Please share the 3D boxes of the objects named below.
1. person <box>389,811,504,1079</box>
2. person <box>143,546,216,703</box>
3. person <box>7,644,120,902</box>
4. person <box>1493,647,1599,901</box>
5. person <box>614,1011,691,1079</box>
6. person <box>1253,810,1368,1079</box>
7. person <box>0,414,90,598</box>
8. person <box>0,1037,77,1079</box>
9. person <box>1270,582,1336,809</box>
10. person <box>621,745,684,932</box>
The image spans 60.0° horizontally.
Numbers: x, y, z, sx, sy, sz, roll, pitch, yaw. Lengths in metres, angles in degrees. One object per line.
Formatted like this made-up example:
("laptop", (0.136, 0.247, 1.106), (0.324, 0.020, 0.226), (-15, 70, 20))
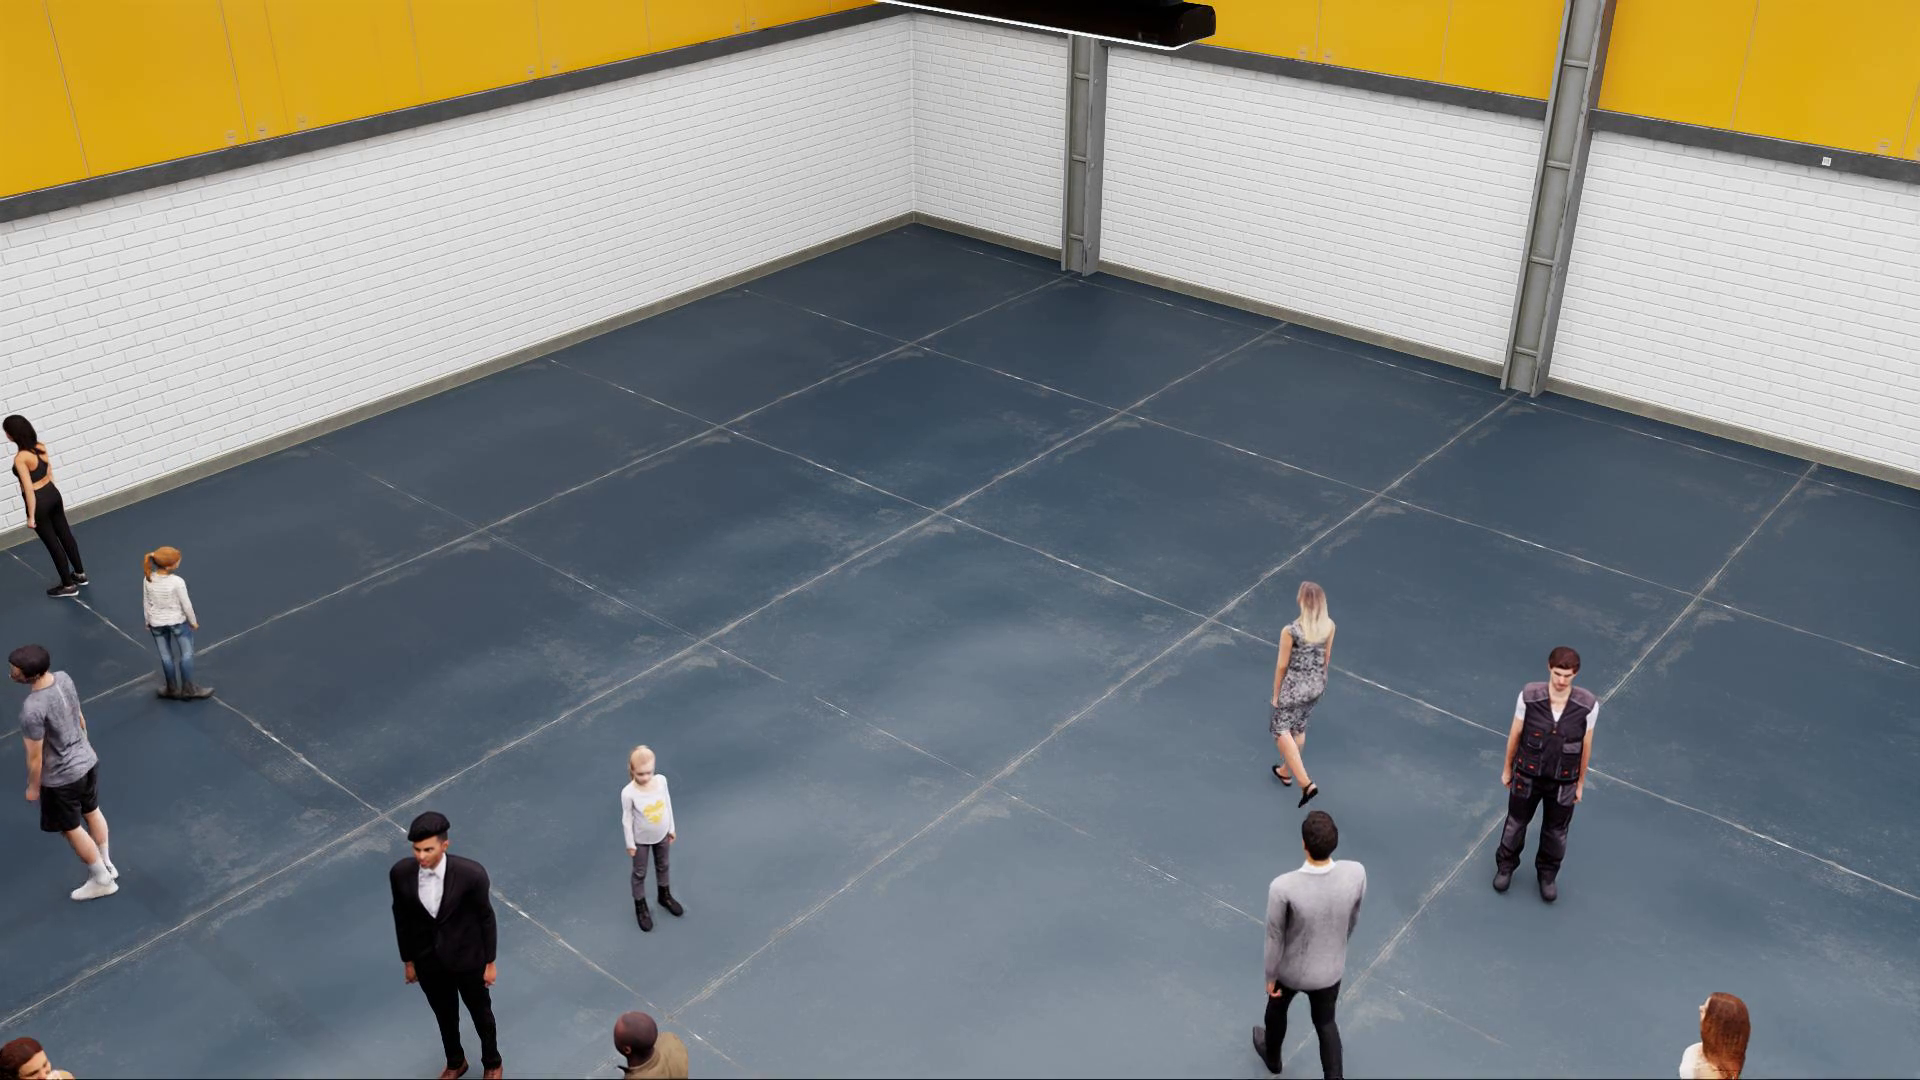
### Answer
("person", (-2.766, 2.244, 9.052), (0.733, 1.884, 0.829), (1, 29, 2))
("person", (-6.037, 0.645, 12.595), (0.592, 1.298, 0.689), (-6, 29, -12))
("person", (-5.661, 1.436, 10.554), (0.799, 1.865, 0.796), (11, 30, 19))
("person", (3.718, 1.456, 10.537), (0.645, 1.846, 0.785), (9, 30, 16))
("person", (-1.440, 2.922, 7.871), (0.727, 1.825, 0.793), (9, 30, 16))
("person", (1.904, 2.304, 8.892), (1.161, 1.933, 1.253), (-5, 29, -8))
("person", (-7.685, -0.297, 13.964), (0.671, 1.641, 0.648), (3, 29, 5))
("person", (-4.272, 2.991, 7.795), (0.874, 1.776, 0.750), (11, 30, 19))
("person", (2.363, 1.091, 11.375), (0.849, 1.685, 1.003), (-9, 30, -16))
("person", (-1.950, 1.838, 10.429), (0.528, 1.278, 0.534), (-21, 35, -34))
